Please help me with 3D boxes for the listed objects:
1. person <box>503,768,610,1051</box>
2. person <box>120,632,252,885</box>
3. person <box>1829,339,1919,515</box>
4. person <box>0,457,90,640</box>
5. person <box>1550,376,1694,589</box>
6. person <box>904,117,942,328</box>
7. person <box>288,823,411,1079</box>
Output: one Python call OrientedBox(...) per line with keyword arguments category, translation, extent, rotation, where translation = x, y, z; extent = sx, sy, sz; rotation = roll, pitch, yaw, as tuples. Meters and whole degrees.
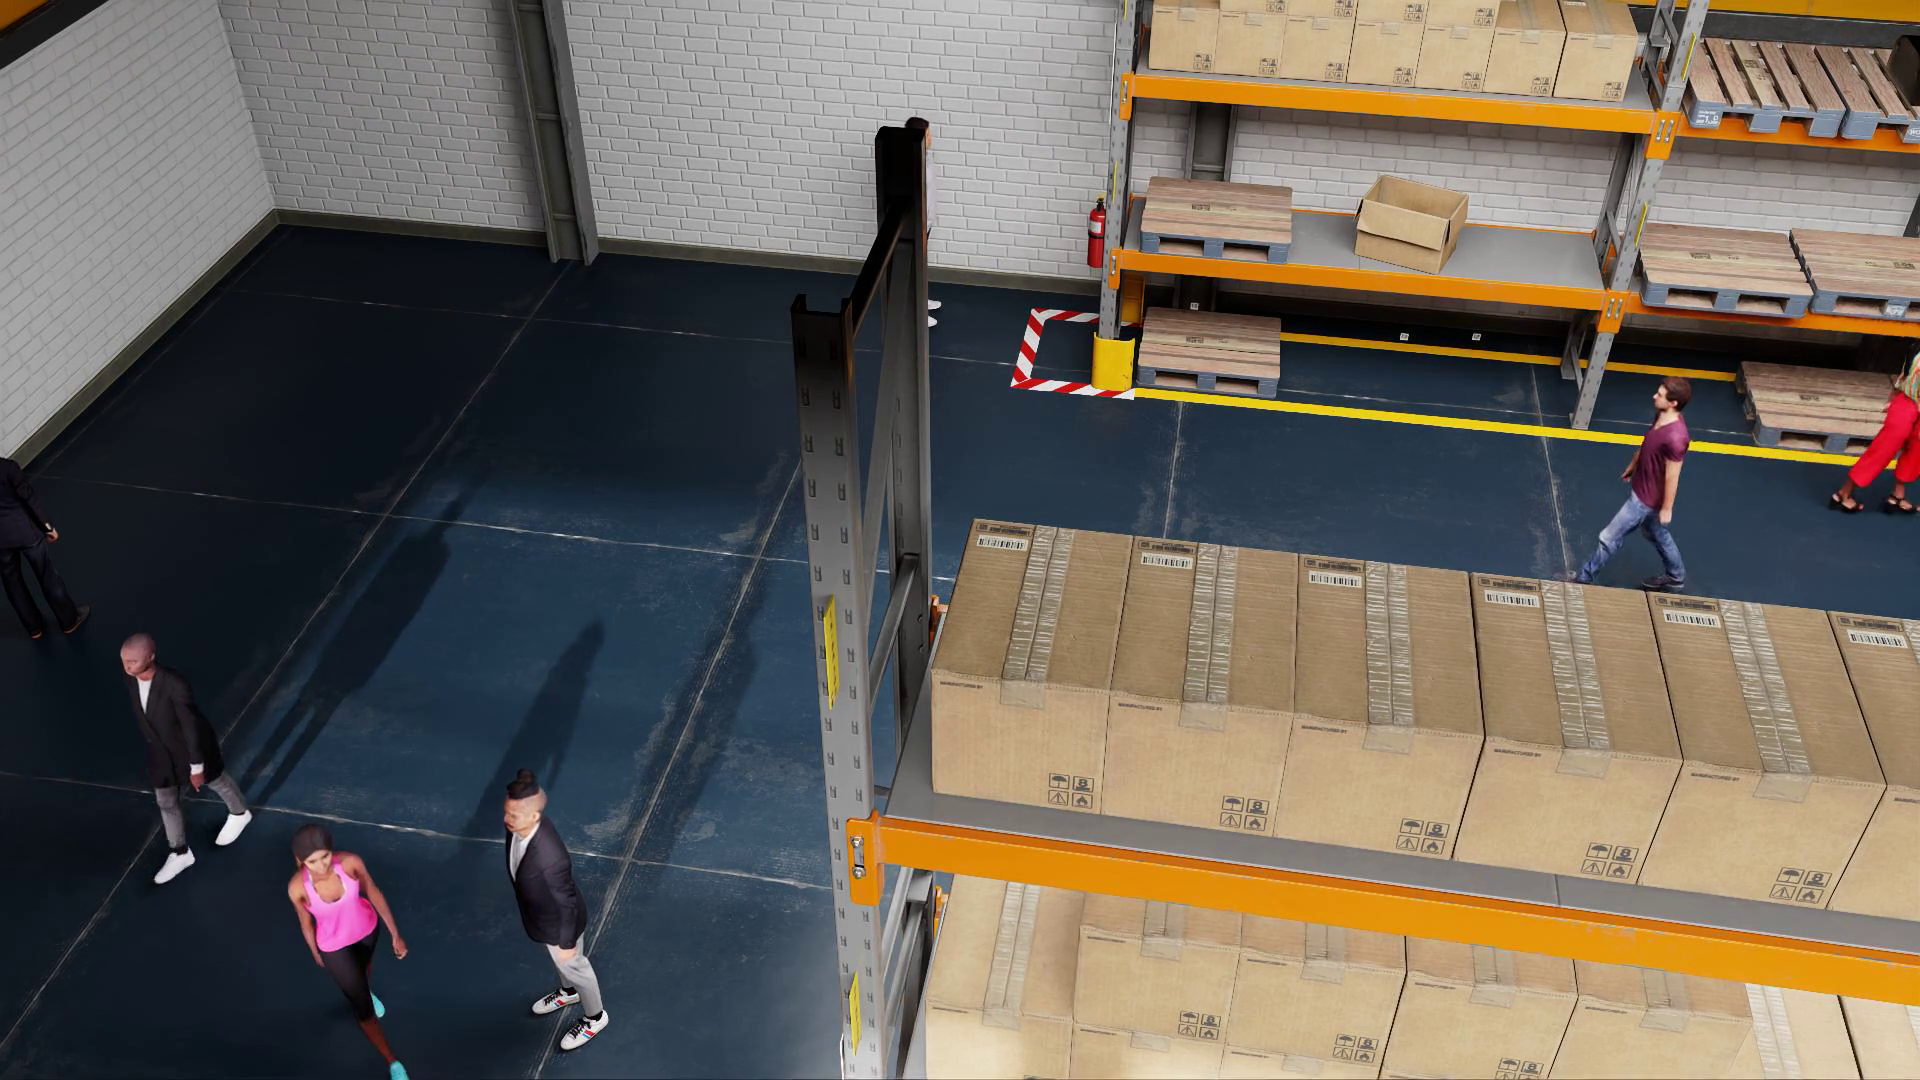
OrientedBox(category="person", translation=(-2.150, 1.925, 8.752), extent=(0.852, 1.953, 0.770), rotation=(-27, 46, -30))
OrientedBox(category="person", translation=(-4.552, 1.159, 9.884), extent=(0.914, 1.738, 0.820), rotation=(12, 40, 15))
OrientedBox(category="person", translation=(6.948, -0.897, 12.431), extent=(0.897, 1.770, 0.655), rotation=(12, 40, 14))
OrientedBox(category="person", translation=(-6.519, -0.095, 11.392), extent=(0.641, 1.815, 0.826), rotation=(-5, 39, -6))
OrientedBox(category="person", translation=(4.939, -0.325, 11.688), extent=(1.171, 1.804, 0.709), rotation=(9, 39, 11))
OrientedBox(category="person", translation=(-0.390, -2.834, 14.730), extent=(0.591, 1.930, 0.681), rotation=(4, 39, 5))
OrientedBox(category="person", translation=(-3.264, 2.050, 8.817), extent=(1.020, 1.676, 1.119), rotation=(-27, 46, -30))
